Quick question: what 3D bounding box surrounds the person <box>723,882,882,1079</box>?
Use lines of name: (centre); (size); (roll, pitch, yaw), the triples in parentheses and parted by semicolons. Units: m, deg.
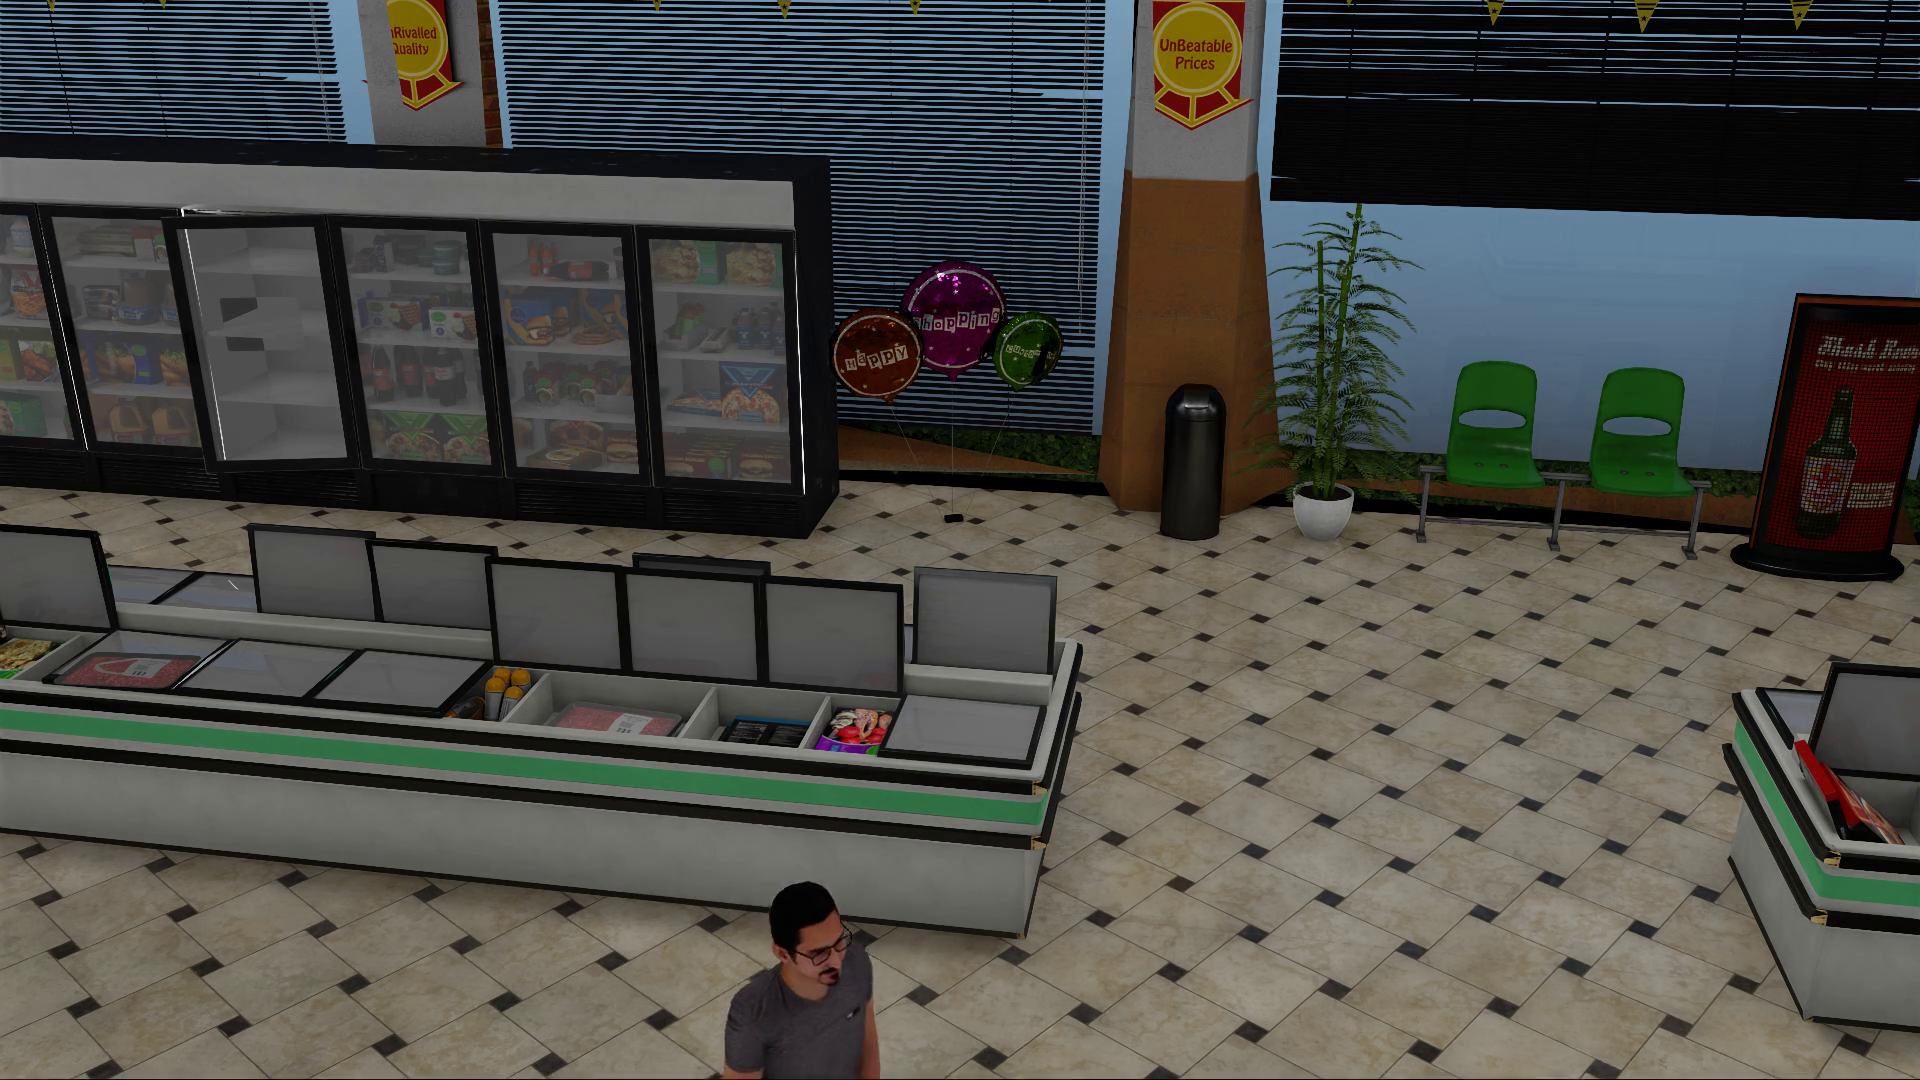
person: (-0.489, 1.594, 4.474); (1.098, 1.718, 0.911); (14, 26, 31)
